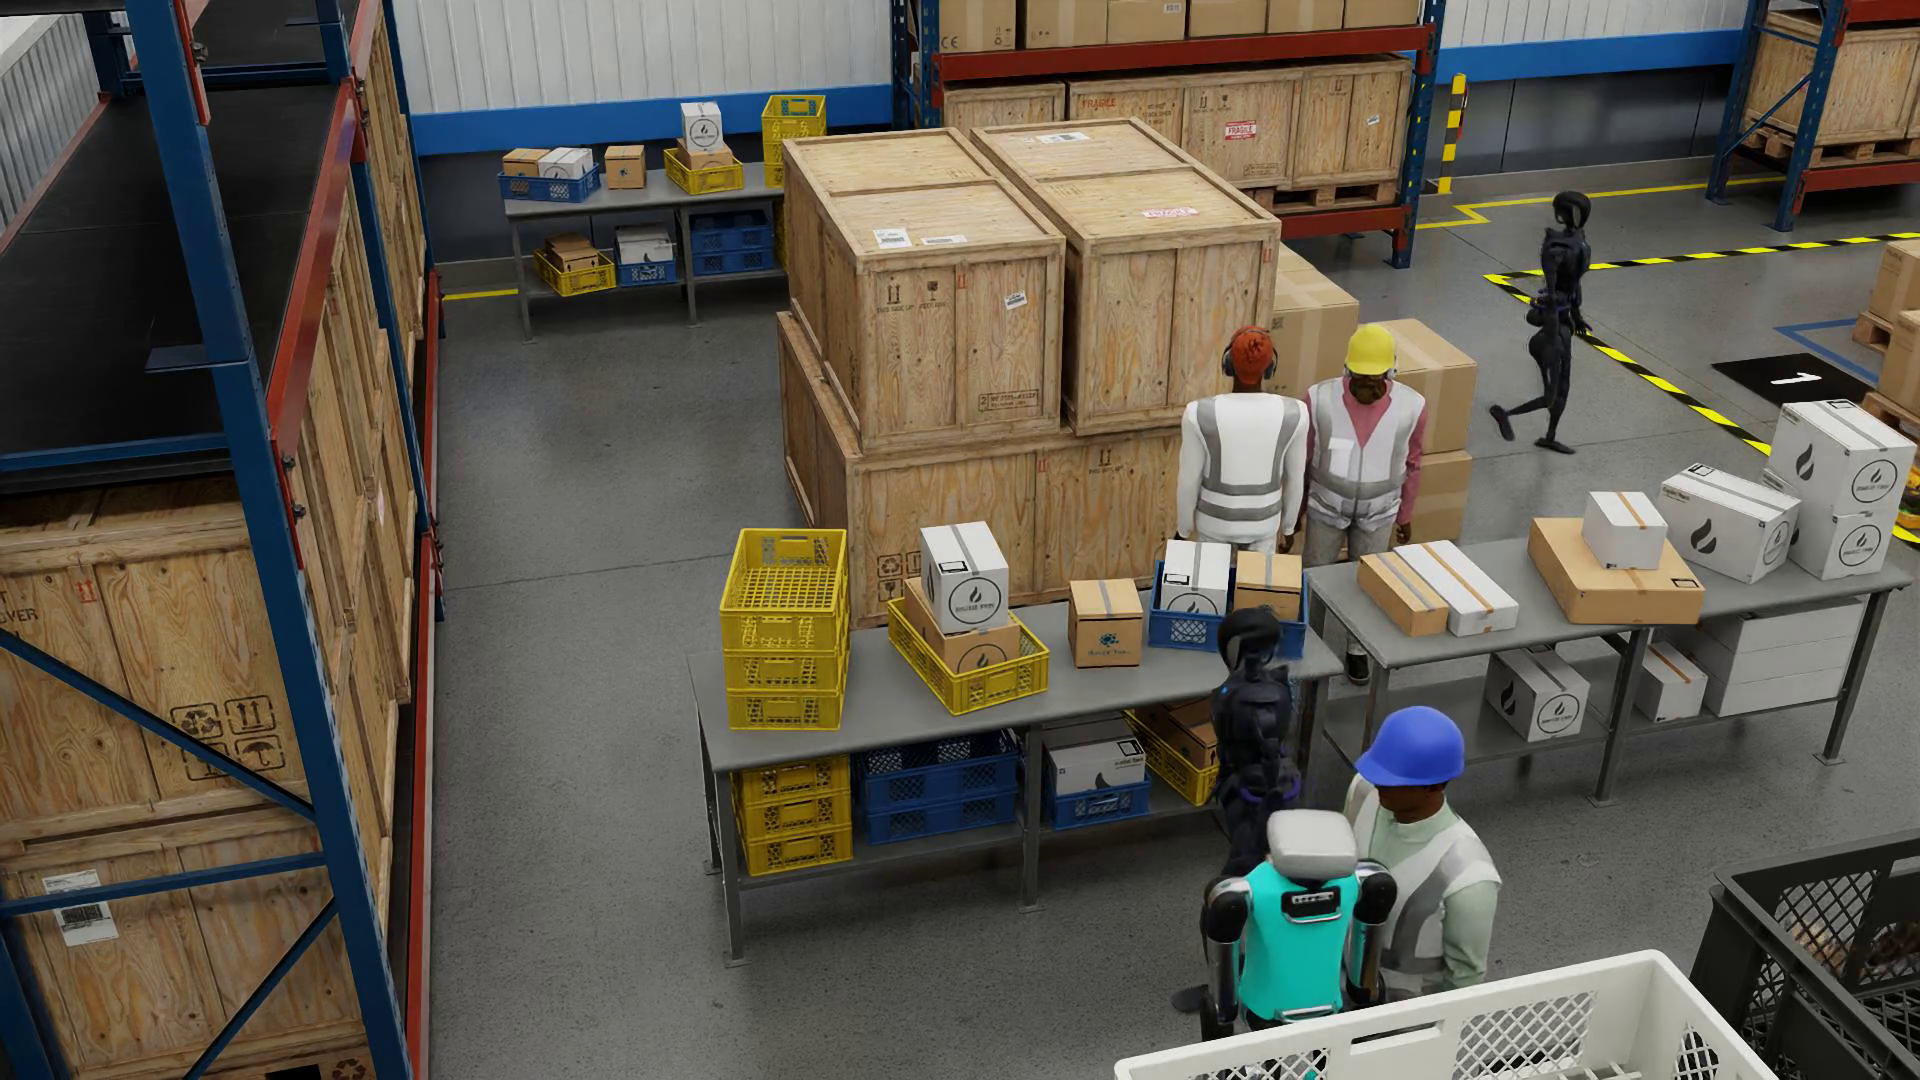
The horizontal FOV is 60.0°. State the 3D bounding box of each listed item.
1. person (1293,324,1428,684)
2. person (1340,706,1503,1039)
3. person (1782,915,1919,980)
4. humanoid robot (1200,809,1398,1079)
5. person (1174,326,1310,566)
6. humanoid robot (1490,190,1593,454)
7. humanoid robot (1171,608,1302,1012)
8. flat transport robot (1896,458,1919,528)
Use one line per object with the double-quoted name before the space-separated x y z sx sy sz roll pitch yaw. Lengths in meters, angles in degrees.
"person" 1.831 -0.152 7.770 0.594 1.831 0.403 5 29 8
"person" 1.285 1.313 4.993 0.400 1.948 0.605 -13 31 -22
"person" 3.600 0.921 5.665 0.614 1.974 1.085 -26 38 -38
"humanoid robot" 0.968 1.603 4.583 0.530 1.688 0.740 -5 29 -9
"person" 1.258 -0.072 7.576 0.573 1.882 0.360 0 29 0
"humanoid robot" 3.598 -1.315 10.054 0.524 1.644 0.605 19 34 30
"humanoid robot" 1.021 0.954 5.929 0.505 1.639 0.614 -3 29 -6
"flat transport robot" 5.959 -0.377 9.773 1.431 0.197 0.652 -7 30 -12
